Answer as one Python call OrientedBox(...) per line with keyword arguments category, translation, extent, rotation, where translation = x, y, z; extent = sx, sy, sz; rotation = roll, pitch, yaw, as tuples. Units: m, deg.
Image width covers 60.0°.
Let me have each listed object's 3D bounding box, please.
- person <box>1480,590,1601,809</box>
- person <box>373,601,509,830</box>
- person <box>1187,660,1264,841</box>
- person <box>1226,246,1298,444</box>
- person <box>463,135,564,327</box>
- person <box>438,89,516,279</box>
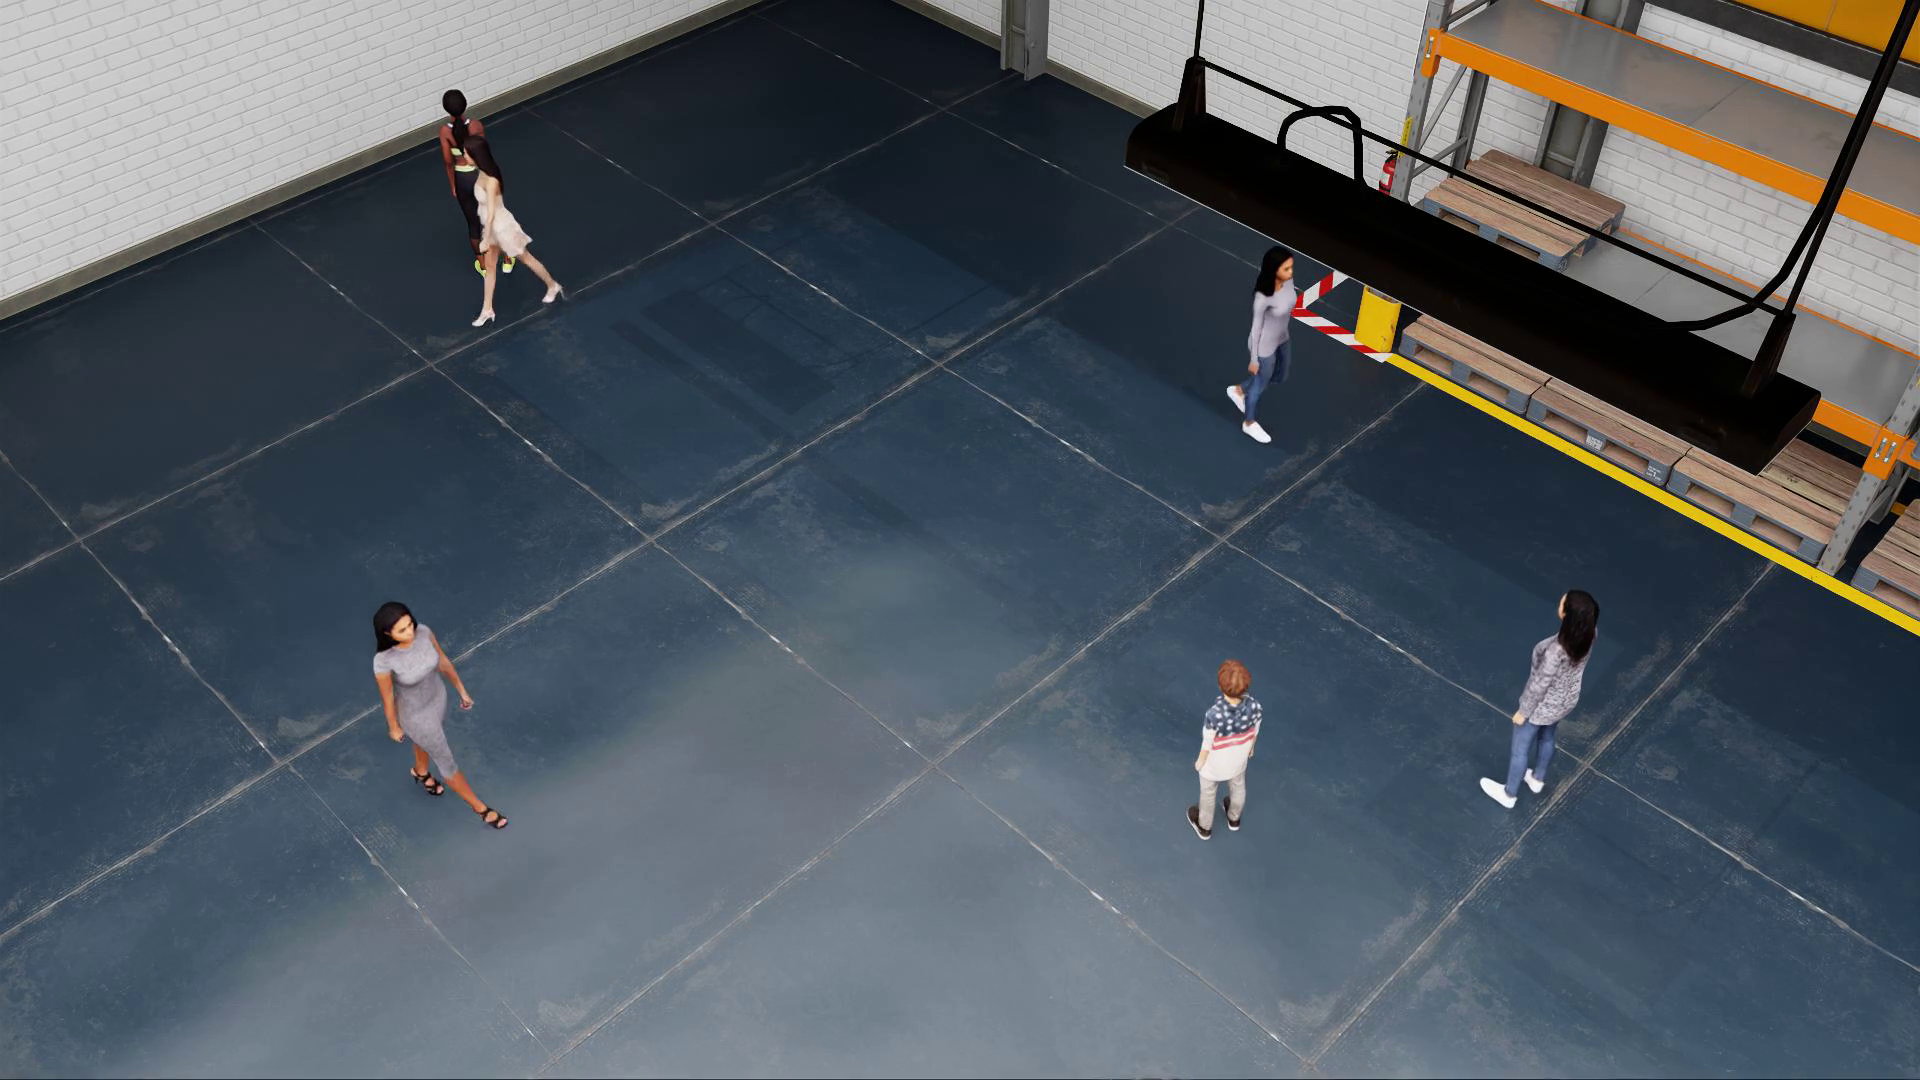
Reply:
OrientedBox(category="person", translation=(3.564, 0.966, 10.058), extent=(0.651, 1.731, 0.580), rotation=(-26, 49, -25))
OrientedBox(category="person", translation=(-3.303, 0.997, 10.013), extent=(1.120, 1.748, 0.826), rotation=(20, 47, 20))
OrientedBox(category="person", translation=(1.593, 1.258, 9.964), extent=(0.586, 1.439, 0.594), rotation=(-12, 45, -13))
OrientedBox(category="person", translation=(2.263, -1.530, 12.684), extent=(0.743, 1.723, 0.656), rotation=(30, 51, 28))
OrientedBox(category="person", translation=(-3.700, -2.553, 13.793), extent=(0.814, 1.674, 1.050), rotation=(-21, 47, -20))
OrientedBox(category="person", translation=(-4.158, -3.048, 14.255), extent=(0.632, 1.754, 0.632), rotation=(-14, 45, -15))
